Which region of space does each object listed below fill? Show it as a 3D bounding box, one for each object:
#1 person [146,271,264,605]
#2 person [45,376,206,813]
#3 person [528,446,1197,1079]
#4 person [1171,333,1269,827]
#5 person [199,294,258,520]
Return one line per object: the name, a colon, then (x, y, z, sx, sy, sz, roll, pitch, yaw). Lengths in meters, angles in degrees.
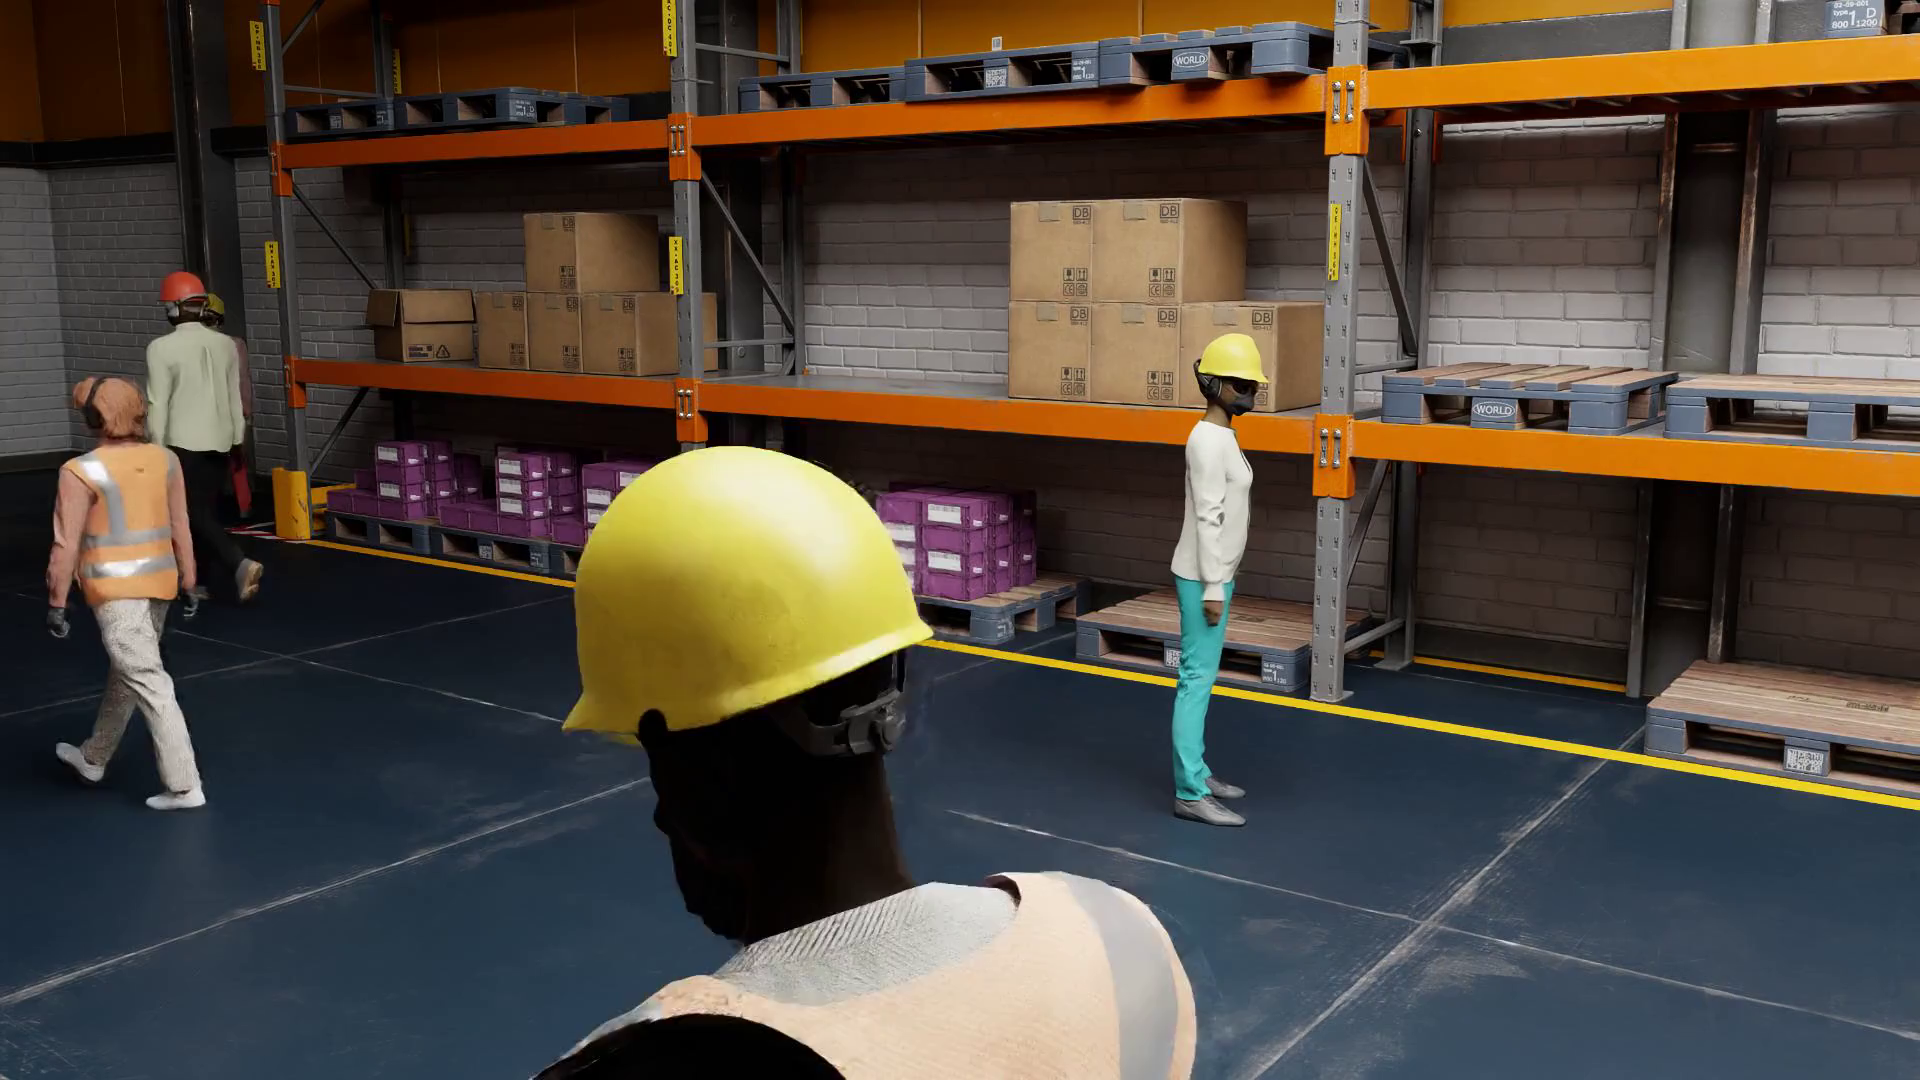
person: (-4.412, -0.578, 9.711, 0.859, 1.970, 0.622, 4, 11, 25)
person: (-3.139, 0.200, 6.138, 0.831, 1.591, 0.541, 3, 10, 18)
person: (-0.036, 0.883, 1.210, 0.612, 1.899, 0.551, -6, 11, -33)
person: (0.937, 0.137, 6.050, 0.329, 1.765, 0.526, 2, 10, 13)
person: (-5.767, -1.020, 12.926, 0.522, 1.769, 0.318, -3, 10, -15)
